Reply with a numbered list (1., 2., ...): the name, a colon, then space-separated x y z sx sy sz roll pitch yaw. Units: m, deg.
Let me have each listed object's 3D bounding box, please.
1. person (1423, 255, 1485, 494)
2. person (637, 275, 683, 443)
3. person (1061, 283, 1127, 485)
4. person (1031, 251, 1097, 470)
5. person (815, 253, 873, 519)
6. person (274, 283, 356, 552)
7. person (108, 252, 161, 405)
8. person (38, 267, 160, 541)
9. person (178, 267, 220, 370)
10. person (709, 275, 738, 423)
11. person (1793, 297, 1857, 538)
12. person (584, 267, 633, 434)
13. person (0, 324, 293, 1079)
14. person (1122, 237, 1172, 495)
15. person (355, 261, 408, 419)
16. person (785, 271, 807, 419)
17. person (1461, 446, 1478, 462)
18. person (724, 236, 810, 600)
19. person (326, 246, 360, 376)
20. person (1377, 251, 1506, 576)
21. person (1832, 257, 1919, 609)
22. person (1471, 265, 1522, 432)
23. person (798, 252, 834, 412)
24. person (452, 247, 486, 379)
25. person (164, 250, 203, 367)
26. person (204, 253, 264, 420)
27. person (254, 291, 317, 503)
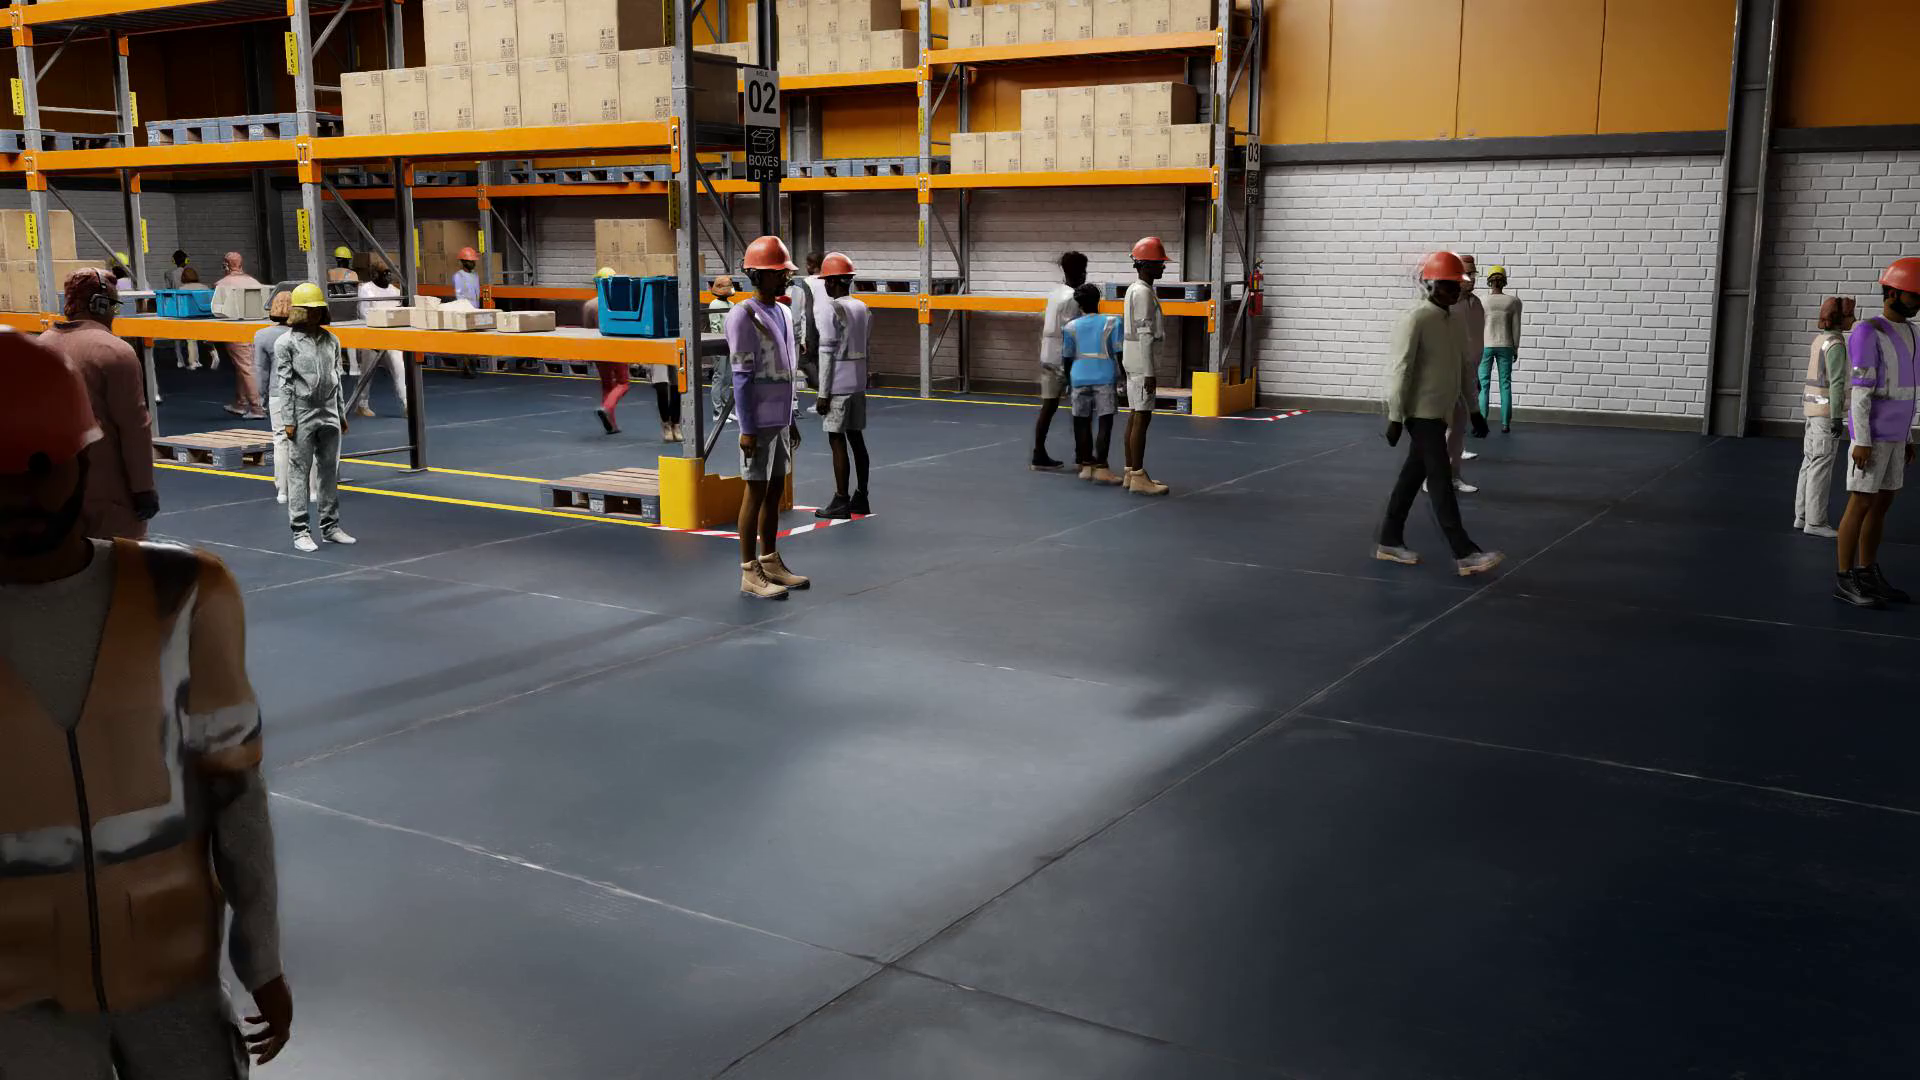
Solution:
1. person: 3.954 -1.306 13.239 0.651 1.906 0.403 -8 13 -38
2. person: -2.883 -1.792 16.542 0.636 1.668 0.513 -5 11 -24
3. person: 1.113 -1.302 13.888 0.602 1.665 0.463 4 11 23
4. person: 0.962 -1.578 14.708 0.775 1.918 0.631 -4 11 -23
5. person: -0.872 -1.119 12.148 0.384 1.932 0.543 6 12 30
6. person: -4.227 -0.806 10.919 0.296 1.743 0.493 6 12 29
7. person: -10.164 -2.570 20.351 1.005 1.878 0.591 8 13 39
8. person: -3.882 -0.275 7.548 0.643 1.901 0.400 4 11 23
9. person: -11.842 -3.435 25.855 0.713 1.606 0.512 10 14 44
10. person: -2.616 -2.123 18.516 0.283 1.636 0.497 3 11 17
11. person: 5.945 -0.842 11.409 0.306 1.639 0.524 2 11 14
12. person: -3.660 -1.943 17.204 0.536 1.744 0.545 3 11 18
13. person: -1.353 0.621 2.559 0.552 1.912 0.791 -7 12 -34
14. person: 1.488 -1.385 13.297 0.374 2.044 0.605 0 10 -3
15. person: -6.579 -2.267 18.903 0.963 1.797 0.614 8 13 36
16. person: -2.000 -2.273 18.792 0.588 1.837 0.404 -5 11 -27
17. person: 4.468 -1.505 15.149 0.534 1.597 0.834 -10 14 -44
18. person: -1.077 -0.691 9.454 0.375 2.043 0.611 4 11 19
19. person: -9.161 -3.396 24.761 0.594 1.924 0.383 3 11 15
20. person: 2.978 -0.769 10.146 1.008 1.944 0.618 9 14 42
21. person: 5.127 -0.587 9.198 0.542 1.929 0.368 -7 12 -34
22. person: 5.627 -2.007 17.541 0.526 1.757 0.343 1 10 4
23. person: -1.656 -2.428 19.516 0.473 1.880 0.641 7 12 35
24. person: -7.099 -3.285 24.167 0.439 1.917 0.564 4 11 20
25. person: -12.356 -3.674 26.483 0.511 1.864 0.329 -2 10 -11
26. person: -8.237 -2.301 18.843 0.900 1.868 0.659 4 11 22
27. person: -5.149 -1.096 12.832 0.505 1.633 0.279 -2 10 -13
